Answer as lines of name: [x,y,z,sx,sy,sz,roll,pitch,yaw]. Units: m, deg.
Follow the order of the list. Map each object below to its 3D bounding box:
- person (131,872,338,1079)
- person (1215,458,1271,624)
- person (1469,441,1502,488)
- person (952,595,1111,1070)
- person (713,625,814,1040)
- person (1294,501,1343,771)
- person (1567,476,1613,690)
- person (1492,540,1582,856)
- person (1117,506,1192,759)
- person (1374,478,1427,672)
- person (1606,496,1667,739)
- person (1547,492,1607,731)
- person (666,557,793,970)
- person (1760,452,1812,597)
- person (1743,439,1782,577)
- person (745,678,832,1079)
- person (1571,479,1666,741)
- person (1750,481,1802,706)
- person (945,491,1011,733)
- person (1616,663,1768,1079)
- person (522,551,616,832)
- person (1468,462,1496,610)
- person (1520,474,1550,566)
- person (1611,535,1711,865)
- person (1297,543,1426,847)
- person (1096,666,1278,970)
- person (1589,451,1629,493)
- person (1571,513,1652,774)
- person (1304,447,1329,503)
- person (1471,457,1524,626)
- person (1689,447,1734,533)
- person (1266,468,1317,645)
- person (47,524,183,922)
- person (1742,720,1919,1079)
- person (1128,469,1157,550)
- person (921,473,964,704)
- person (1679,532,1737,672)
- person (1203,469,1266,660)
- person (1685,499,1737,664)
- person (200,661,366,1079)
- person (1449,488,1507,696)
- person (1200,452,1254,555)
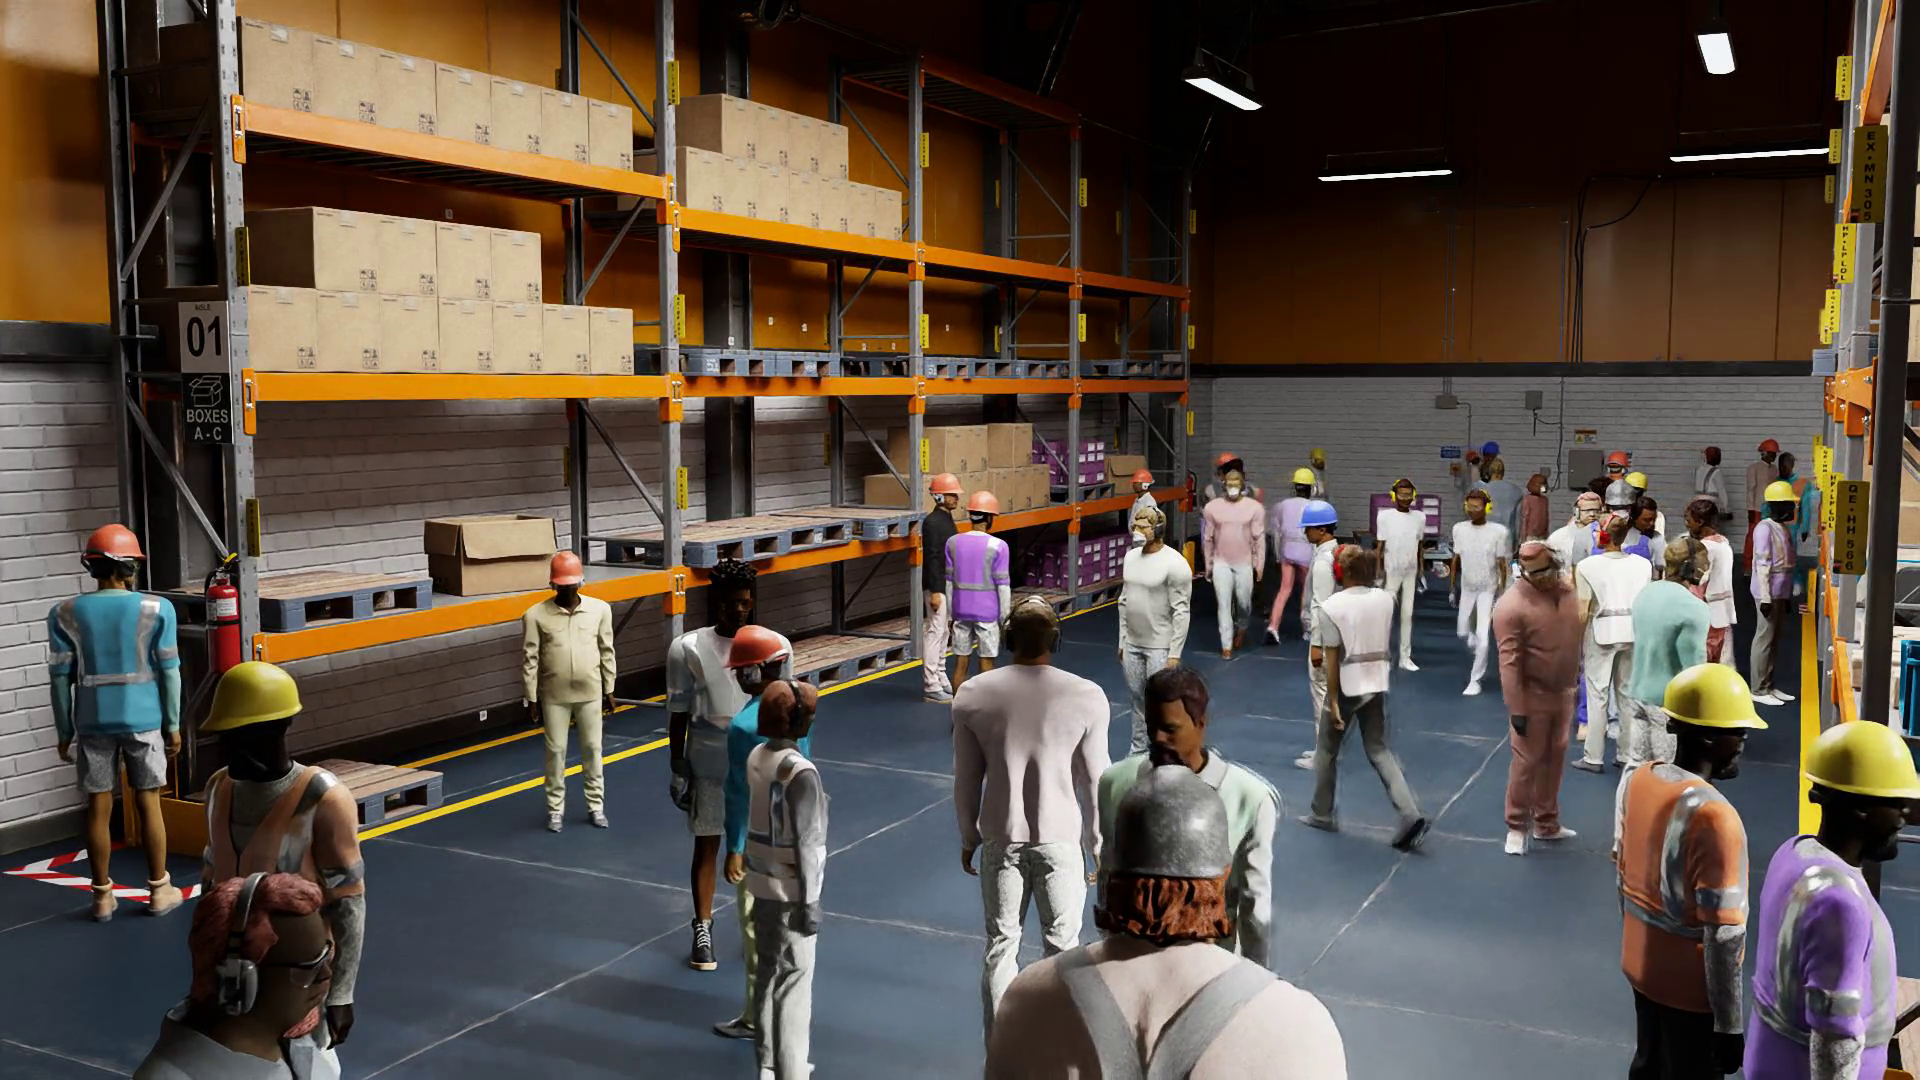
person: [-1.249,1.531,2.978,0.400,1.900,0.642,0,5,-2]
person: [3.278,0.023,19.121,0.733,1.929,0.488,-1,5,-13]
person: [7.743,-0.502,24.646,0.622,1.932,0.552,-3,6,-32]
person: [0.284,1.179,6.530,0.631,1.940,0.370,1,5,11]
person: [-0.839,1.229,7.069,0.354,1.739,0.570,2,6,25]
person: [2.603,0.683,11.895,0.422,1.933,0.616,2,6,23]
person: [5.742,0.400,14.929,0.620,1.946,0.456,2,6,22]
person: [3.477,0.921,9.805,0.779,1.871,0.402,-3,6,-32]
person: [1.300,0.732,11.337,0.371,1.941,0.627,-4,7,-36]
person: [4.237,0.336,15.975,0.535,1.868,0.309,-1,5,-9]
person: [5.211,0.609,12.857,0.603,1.905,0.386,-3,6,-28]
person: [4.985,0.572,13.239,0.646,1.908,0.408,0,5,3]
person: [-1.073,1.051,7.846,0.611,1.958,0.368,-1,5,-14]
person: [10.590,-0.178,21.363,0.441,1.904,0.598,-3,6,-31]
person: [11.523,-0.449,23.832,0.616,1.984,0.408,-2,6,-24]
person: [-0.666,1.347,6.383,0.316,1.633,0.517,-3,6,-27]
person: [5.060,0.547,12.791,0.682,2.000,0.537,1,6,15]
person: [7.041,0.455,14.373,0.363,1.930,0.587,5,7,41]
person: [0.151,0.579,13.083,0.553,1.923,0.392,3,6,25]
person: [2.207,1.324,5.032,0.371,1.925,0.595,0,5,-3]
person: [-2.406,0.931,10.274,0.573,1.738,0.351,-2,6,-23]
person: [6.452,-0.052,20.374,0.430,1.836,0.619,4,6,34]
person: [7.343,-0.031,21.240,0.520,1.624,0.287,-3,6,-33]
person: [3.963,0.933,9.308,0.397,1.926,0.642,-1,5,-8]
person: [2.434,0.924,10.037,0.556,1.811,0.882,-3,6,-26]
person: [0.680,1.329,5.131,0.591,1.902,0.461,3,6,25]
person: [7.679,-0.049,19.511,0.620,1.985,0.408,5,7,44]
person: [4.607,0.736,11.773,0.567,1.849,0.386,-1,5,-11]
person: [5.381,-0.501,25.191,0.597,1.830,0.403,-5,7,-41]
person: [6.130,0.024,19.029,0.627,1.932,0.371,-1,5,-12]
person: [11.069,-0.441,24.436,0.887,1.846,0.590,0,5,-5]
person: [3.565,0.174,17.667,0.594,1.890,0.964,4,7,37]
person: [-4.341,0.938,8.587,0.609,2.040,0.394,-1,5,-15]
person: [2.213,1.406,4.233,0.394,1.918,0.591,2,6,20]
person: [2.174,0.022,19.941,0.318,1.756,0.562,-1,5,-12]
person: [-0.148,0.412,14.483,0.379,1.996,0.608,1,6,15]
person: [6.838,0.485,15.298,0.602,1.704,0.588,-2,6,-23]
person: [2.778,0.232,16.848,0.635,1.917,0.771,1,5,13]
person: [5.567,0.649,12.414,0.401,1.909,0.599,5,7,42]
person: [-2.094,1.319,5.084,0.591,1.926,0.387,2,6,24]
person: [4.648,0.449,14.846,0.528,1.853,0.549,4,7,36]
person: [3.085,-0.015,19.180,0.609,1.996,1.064,0,5,3]
